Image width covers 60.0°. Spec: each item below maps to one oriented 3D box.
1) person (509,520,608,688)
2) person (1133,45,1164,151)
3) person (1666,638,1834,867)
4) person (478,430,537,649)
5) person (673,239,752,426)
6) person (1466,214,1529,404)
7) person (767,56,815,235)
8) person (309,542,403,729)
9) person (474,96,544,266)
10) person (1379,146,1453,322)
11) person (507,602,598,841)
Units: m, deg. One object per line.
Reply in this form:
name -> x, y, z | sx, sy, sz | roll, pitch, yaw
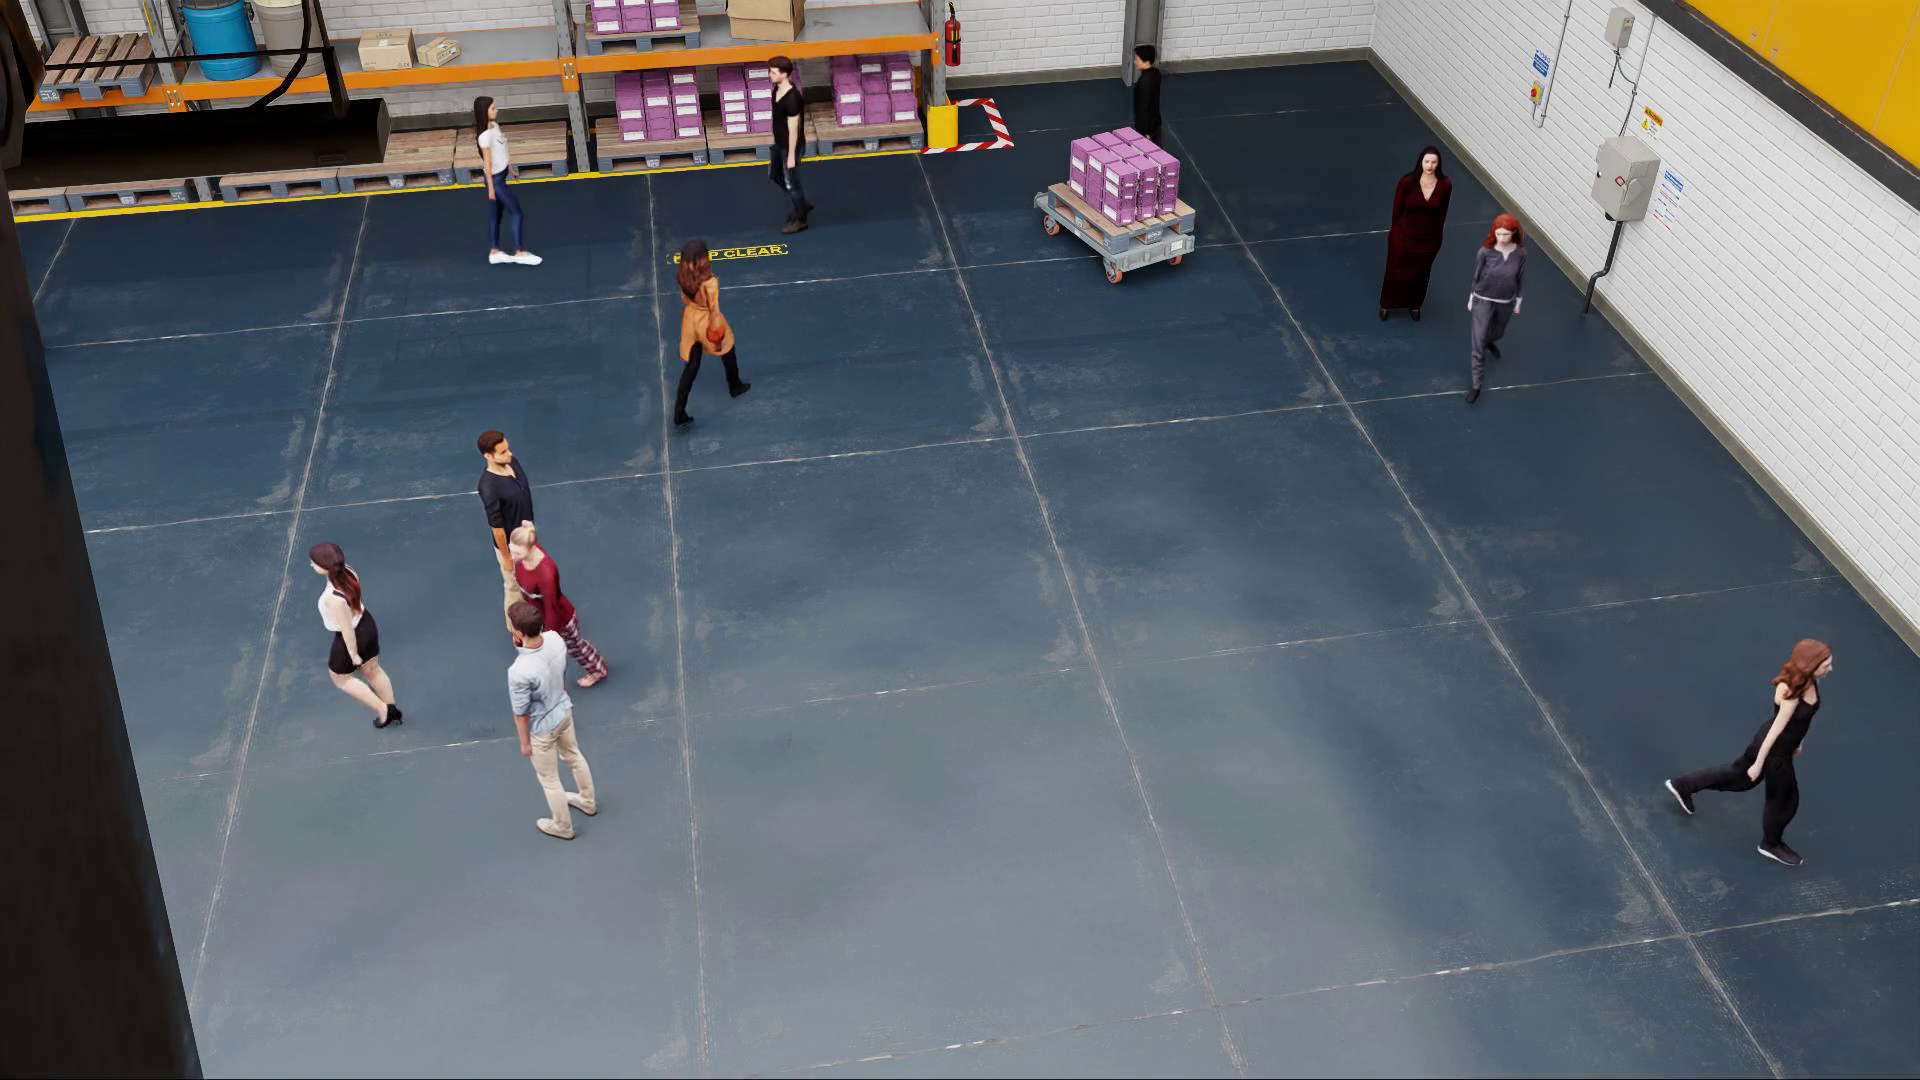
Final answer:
person -> -2.741, 0.477, 11.390 | 1.107, 1.654, 0.992 | -30, 47, -32
person -> 2.021, -4.348, 17.412 | 1.182, 1.677, 1.089 | 22, 44, 25
person -> 4.989, 1.248, 10.379 | 1.138, 1.711, 1.119 | 26, 45, 29
person -> -3.181, -0.016, 11.844 | 0.639, 1.857, 0.712 | 5, 39, 6
person -> -2.238, -1.734, 14.141 | 1.177, 1.676, 1.243 | 24, 45, 27
person -> 4.660, -2.101, 14.550 | 1.102, 1.738, 0.924 | 2, 39, 2
person -> -1.642, -4.004, 16.815 | 0.759, 1.885, 0.764 | -15, 41, -18
person -> -3.975, 0.667, 11.165 | 0.622, 1.637, 0.603 | 0, 39, -1
person -> -4.618, -3.487, 16.269 | 0.748, 1.758, 0.592 | -6, 39, -8
person -> 4.235, -2.848, 15.470 | 0.618, 1.757, 0.775 | 3, 39, 3
person -> -2.578, 1.131, 10.416 | 0.734, 1.847, 0.720 | 15, 41, 18
